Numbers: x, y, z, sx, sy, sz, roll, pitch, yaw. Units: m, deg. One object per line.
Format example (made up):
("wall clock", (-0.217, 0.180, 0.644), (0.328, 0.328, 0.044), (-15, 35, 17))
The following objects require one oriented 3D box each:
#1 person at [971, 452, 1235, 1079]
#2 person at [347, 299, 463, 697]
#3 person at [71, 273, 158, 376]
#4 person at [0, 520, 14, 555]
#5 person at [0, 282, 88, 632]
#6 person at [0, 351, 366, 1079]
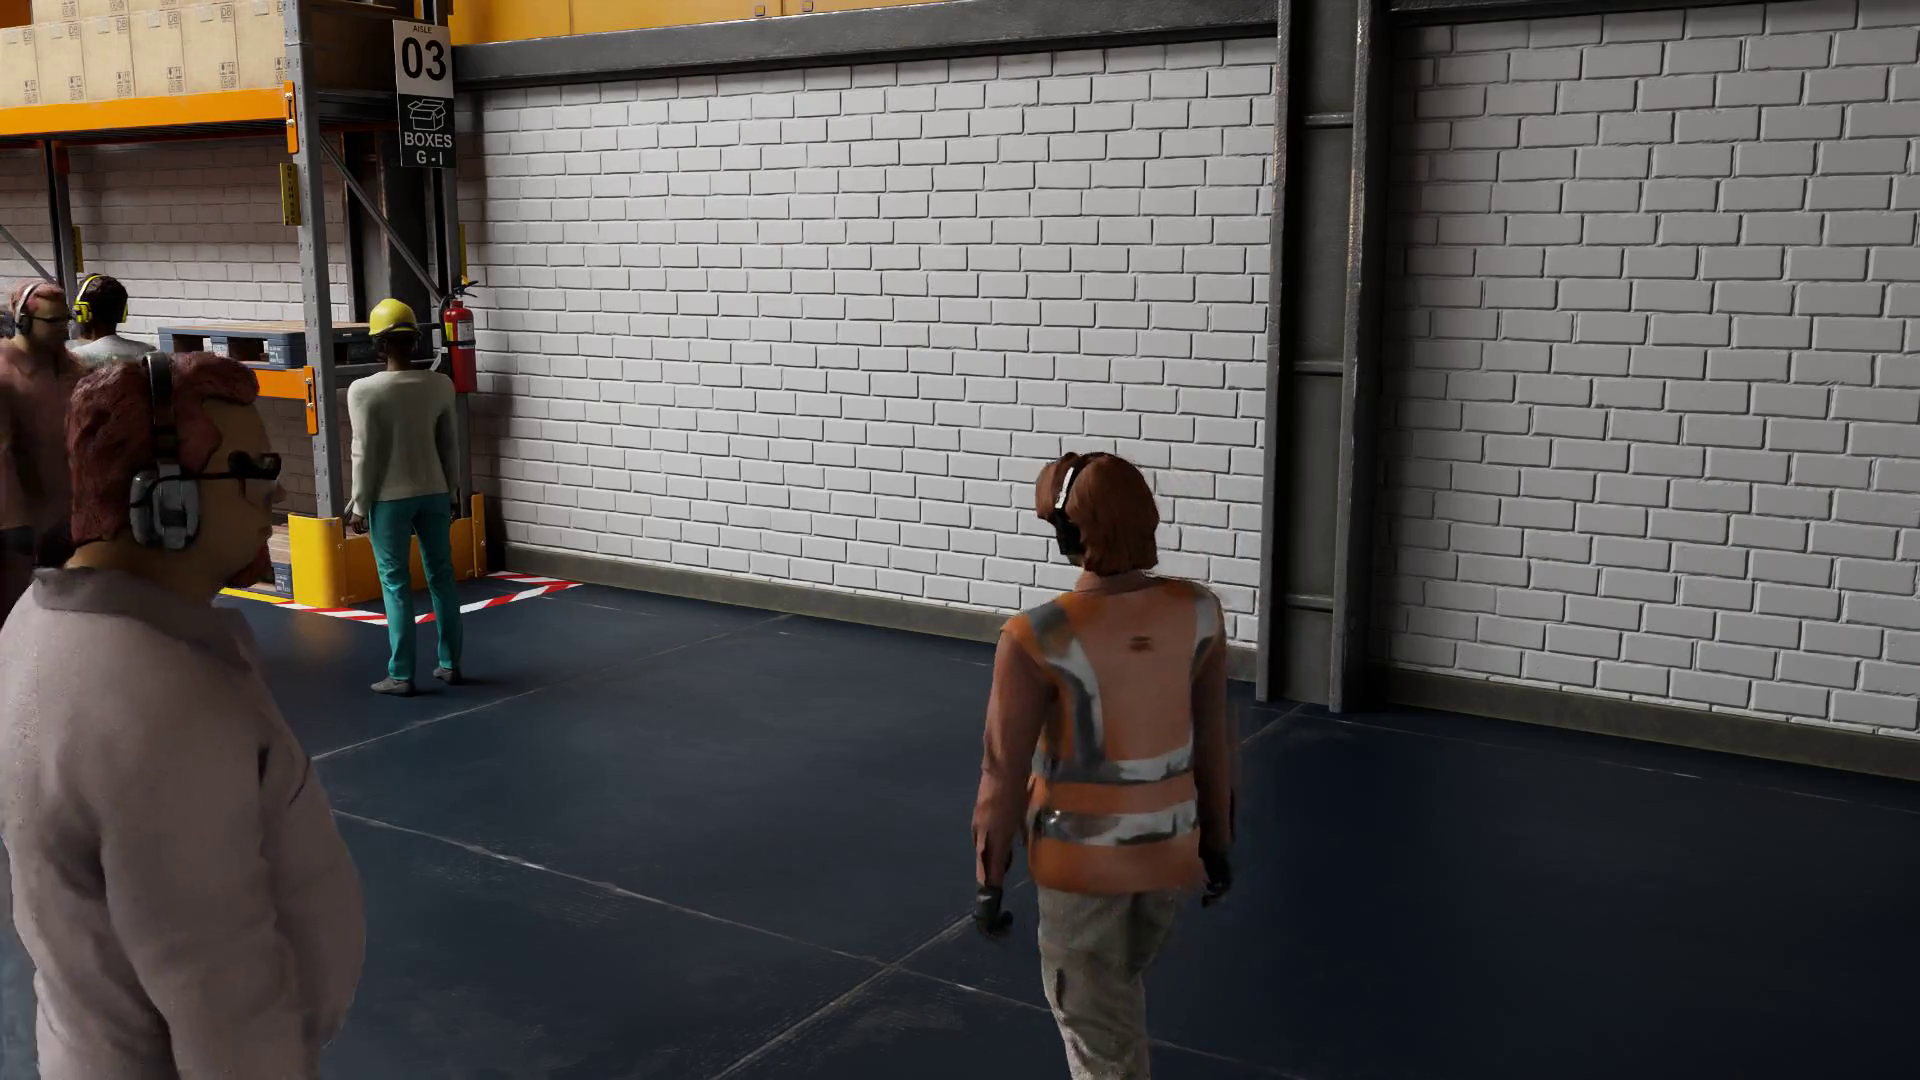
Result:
("person", (0.260, 0.629, 3.287), (0.553, 1.615, 0.529), (-6, 12, -30))
("person", (-2.478, -0.185, 7.423), (0.317, 1.766, 0.535), (9, 13, 39))
("person", (-3.912, -0.291, 7.714), (0.329, 1.873, 0.515), (4, 11, 22))
("person", (-4.115, -0.063, 6.737), (0.523, 1.771, 0.304), (-10, 14, -44))
("person", (-3.857, -0.159, 7.077), (0.980, 1.843, 0.692), (3, 11, 14))
("person", (-0.937, 0.706, 2.128), (0.440, 1.892, 0.683), (-7, 13, -35))
